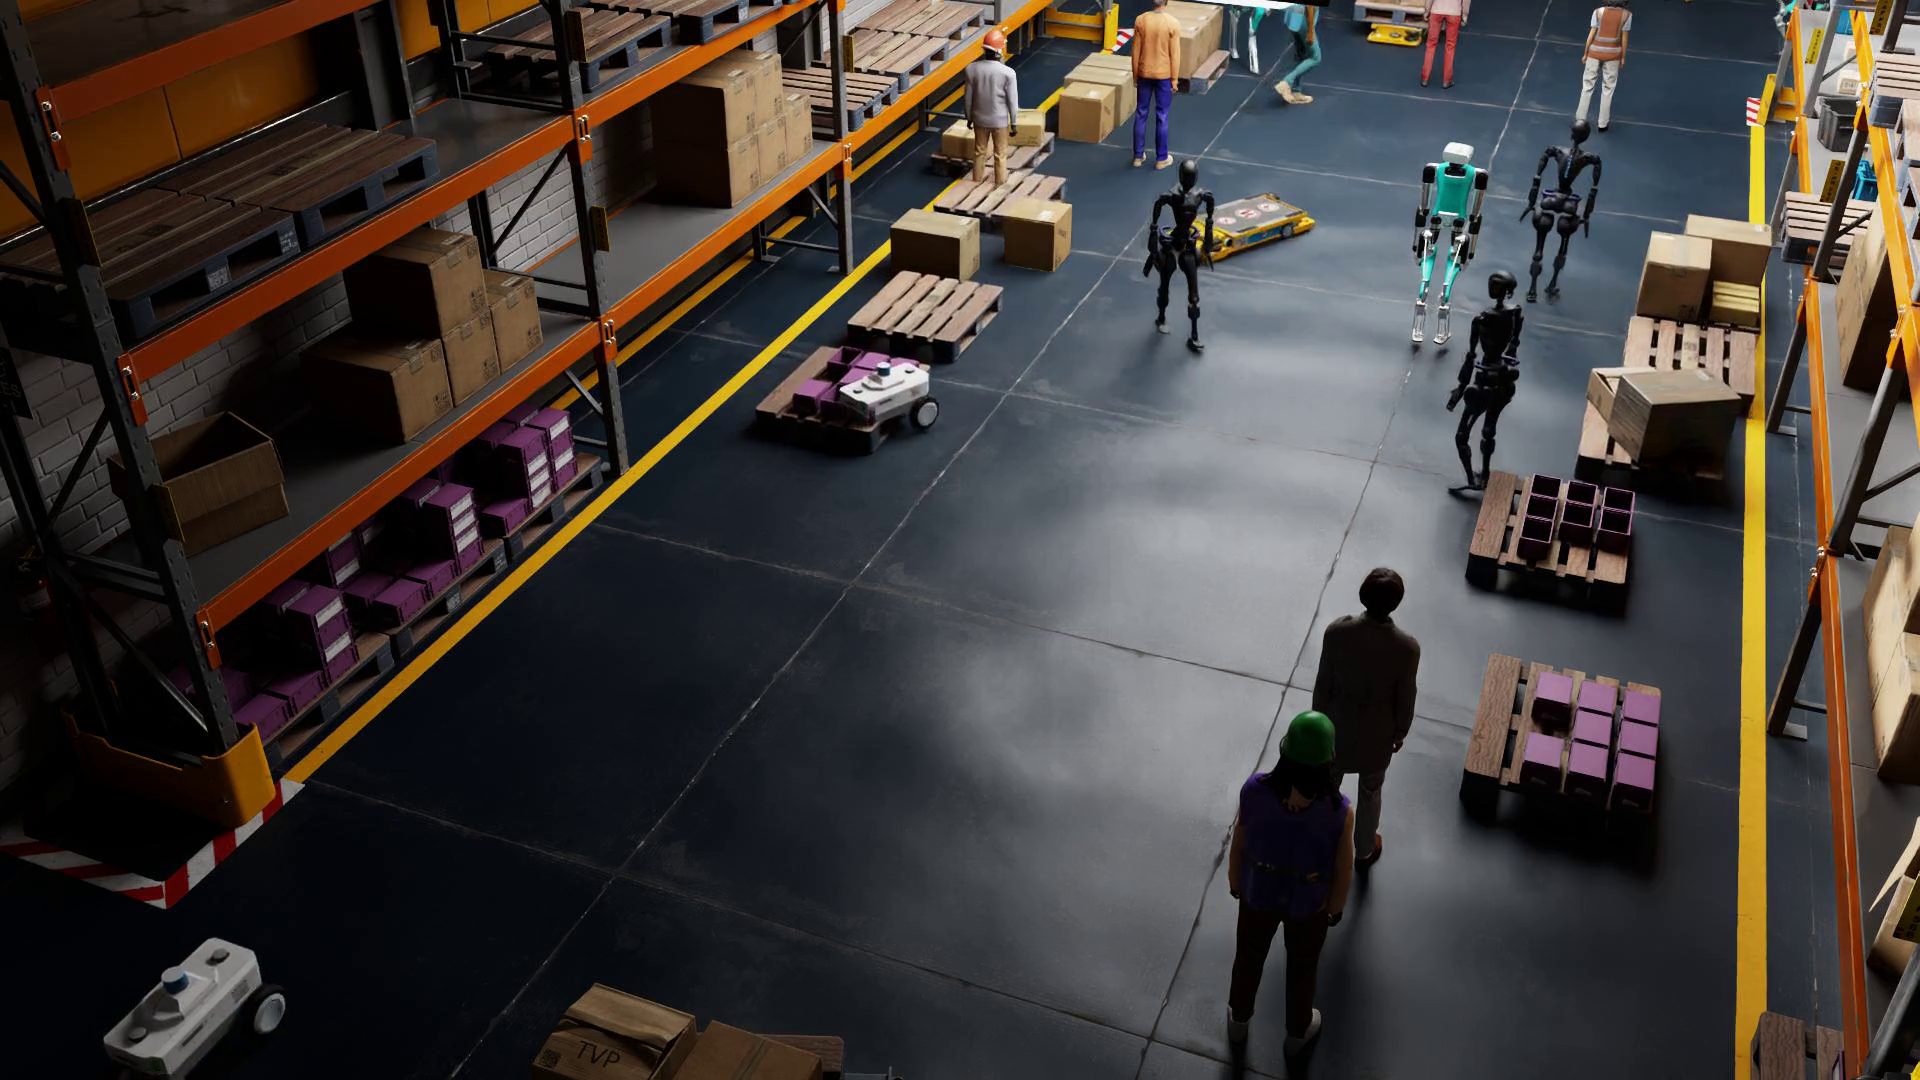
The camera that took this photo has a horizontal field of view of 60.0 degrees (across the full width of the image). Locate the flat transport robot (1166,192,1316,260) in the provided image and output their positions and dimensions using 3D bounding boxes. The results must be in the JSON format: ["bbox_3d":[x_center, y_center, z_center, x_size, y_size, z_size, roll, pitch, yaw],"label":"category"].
[{"bbox_3d":[2.773,-3.096,16.383,1.431,0.231,0.659,-22,39,-30],"label":"flat transport robot"}]

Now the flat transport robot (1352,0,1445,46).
[{"bbox_3d":[5.959,-6.915,22.294,0.659,0.231,1.431,14,35,21],"label":"flat transport robot"}]

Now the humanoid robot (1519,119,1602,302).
[{"bbox_3d":[5.331,-2.944,14.856,0.612,1.643,0.412,14,35,20],"label":"humanoid robot"}]

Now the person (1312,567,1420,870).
[{"bbox_3d":[2.098,0.941,8.700,0.515,1.828,0.361,12,35,18],"label":"person"}]

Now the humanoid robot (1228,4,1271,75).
[{"bbox_3d":[3.593,-6.741,20.733,0.539,1.772,1.039,-6,33,-10],"label":"humanoid robot"}]

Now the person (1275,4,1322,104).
[{"bbox_3d":[4.010,-5.974,19.379,0.462,1.847,0.548,-6,33,-9],"label":"person"}]

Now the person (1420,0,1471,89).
[{"bbox_3d":[5.853,-6.338,20.021,0.533,1.767,0.319,12,35,18],"label":"person"}]

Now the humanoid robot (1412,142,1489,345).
[{"bbox_3d":[3.997,-2.395,13.826,0.533,1.673,0.735,12,35,18],"label":"humanoid robot"}]

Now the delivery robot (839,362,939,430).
[{"bbox_3d":[-0.589,-1.113,13.038,0.766,0.580,0.499,-25,41,-33],"label":"delivery robot"}]

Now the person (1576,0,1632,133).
[{"bbox_3d":[7.246,-5.439,18.698,0.455,1.687,0.299,12,35,18],"label":"person"}]

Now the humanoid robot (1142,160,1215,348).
[{"bbox_3d":[1.871,-2.436,14.088,0.613,1.625,0.722,-6,33,-10],"label":"humanoid robot"}]

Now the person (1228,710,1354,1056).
[{"bbox_3d":[1.495,1.589,7.603,0.545,1.928,0.417,12,35,18],"label":"person"}]

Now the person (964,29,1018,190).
[{"bbox_3d":[0.326,-4.283,16.851,0.572,1.749,0.337,12,35,18],"label":"person"}]

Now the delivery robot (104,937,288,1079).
[{"bbox_3d":[-3.627,2.251,7.862,0.499,0.614,0.817,12,35,18],"label":"delivery robot"}]

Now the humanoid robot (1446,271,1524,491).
[{"bbox_3d":[3.842,-1.129,12.041,0.604,1.640,0.408,-20,38,-27],"label":"humanoid robot"}]

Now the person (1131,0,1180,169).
[{"bbox_3d":[2.079,-4.944,17.666,0.516,1.981,0.387,12,35,18],"label":"person"}]

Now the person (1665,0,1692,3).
[{"bbox_3d":[10.240,-8.408,23.319,0.497,1.659,0.336,12,35,18],"label":"person"}]

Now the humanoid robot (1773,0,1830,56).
[{"bbox_3d":[10.629,-6.831,20.804,0.910,1.760,0.538,-9,34,-14],"label":"humanoid robot"}]
